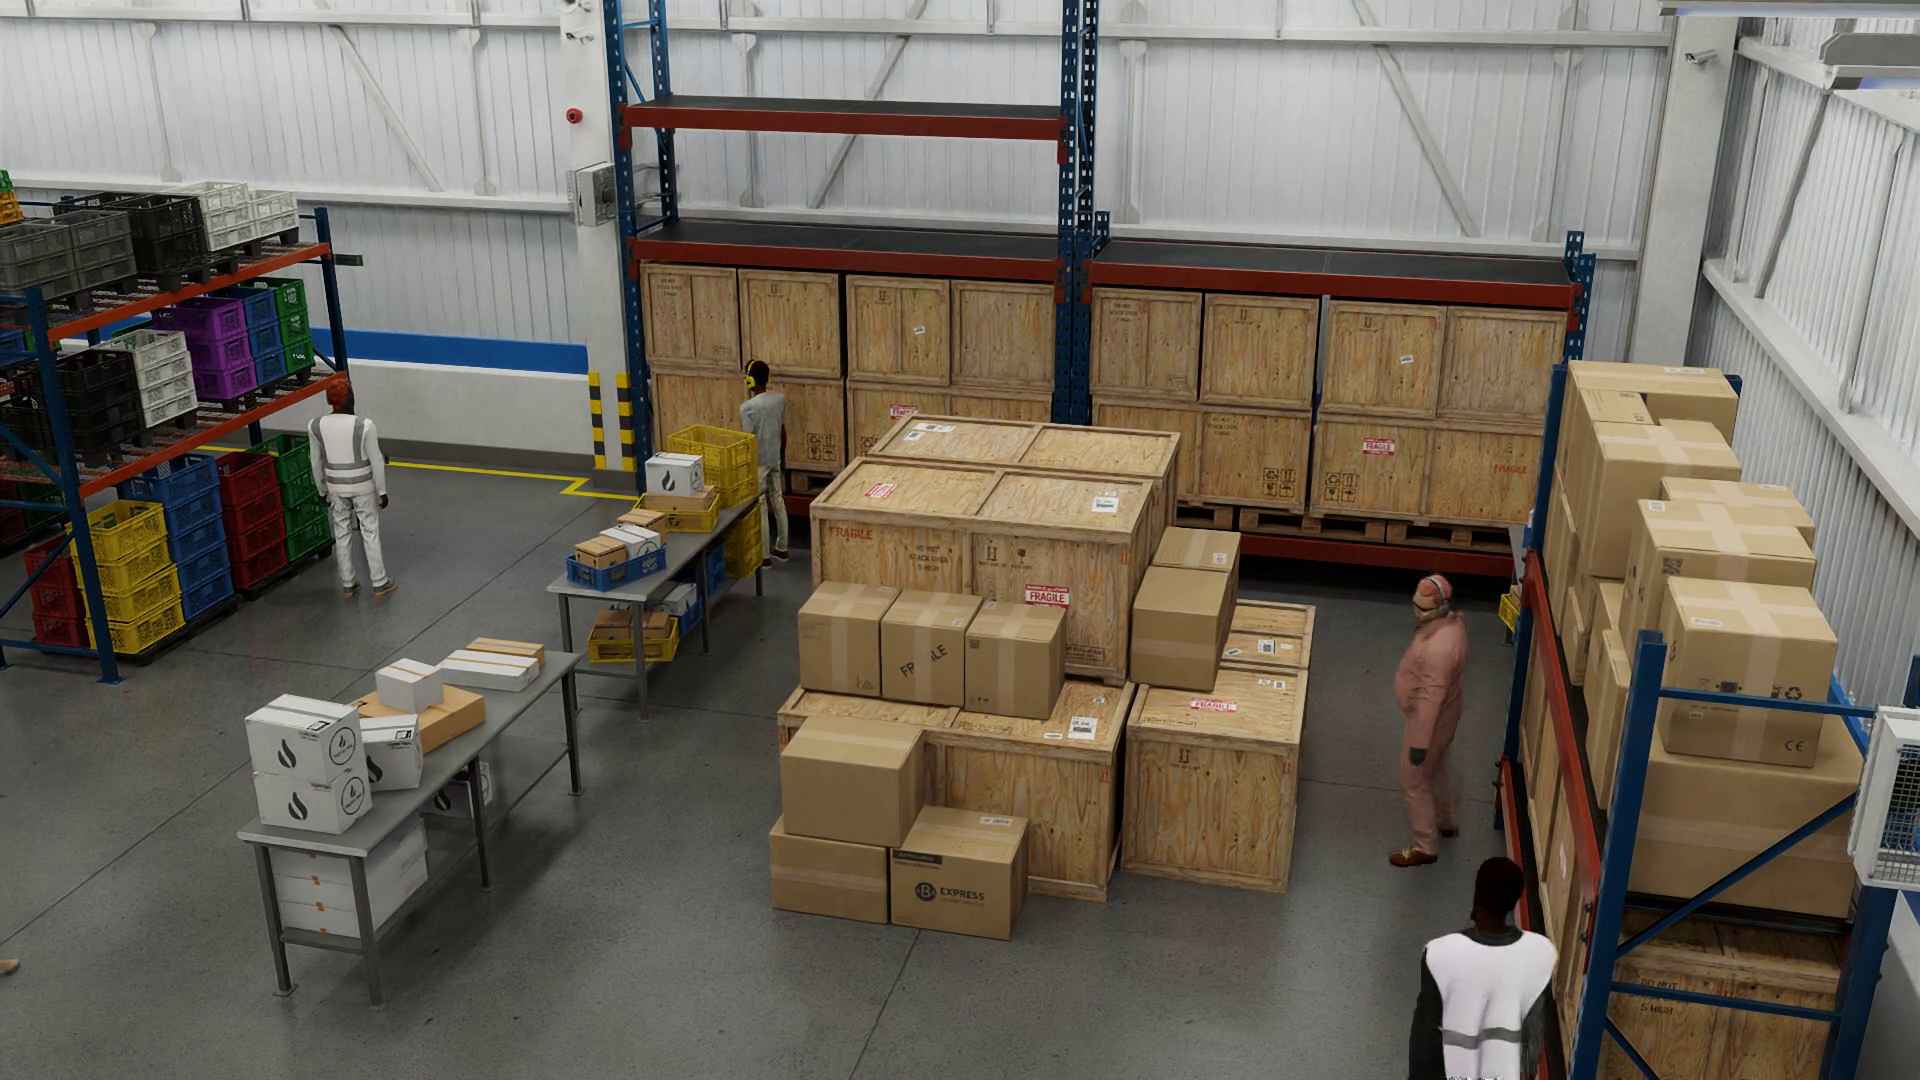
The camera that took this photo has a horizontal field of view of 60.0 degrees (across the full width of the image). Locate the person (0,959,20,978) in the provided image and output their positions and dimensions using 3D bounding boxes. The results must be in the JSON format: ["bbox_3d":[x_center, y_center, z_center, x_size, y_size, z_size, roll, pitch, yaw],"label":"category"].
[{"bbox_3d":[-5.383,1.685,8.623,0.537,1.680,0.637,18,27,39],"label":"person"}]

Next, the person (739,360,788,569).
[{"bbox_3d":[-1.720,-0.666,14.537,0.325,1.864,0.512,18,27,39],"label":"person"}]

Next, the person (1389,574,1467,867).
[{"bbox_3d":[2.856,1.050,10.043,0.478,1.866,0.827,8,22,20],"label":"person"}]

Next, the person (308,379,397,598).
[{"bbox_3d":[-5.072,-0.425,13.875,0.586,1.882,0.340,0,21,1],"label":"person"}]

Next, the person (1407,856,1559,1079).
[{"bbox_3d":[2.175,2.238,6.916,0.624,1.884,0.552,-4,21,-11],"label":"person"}]
